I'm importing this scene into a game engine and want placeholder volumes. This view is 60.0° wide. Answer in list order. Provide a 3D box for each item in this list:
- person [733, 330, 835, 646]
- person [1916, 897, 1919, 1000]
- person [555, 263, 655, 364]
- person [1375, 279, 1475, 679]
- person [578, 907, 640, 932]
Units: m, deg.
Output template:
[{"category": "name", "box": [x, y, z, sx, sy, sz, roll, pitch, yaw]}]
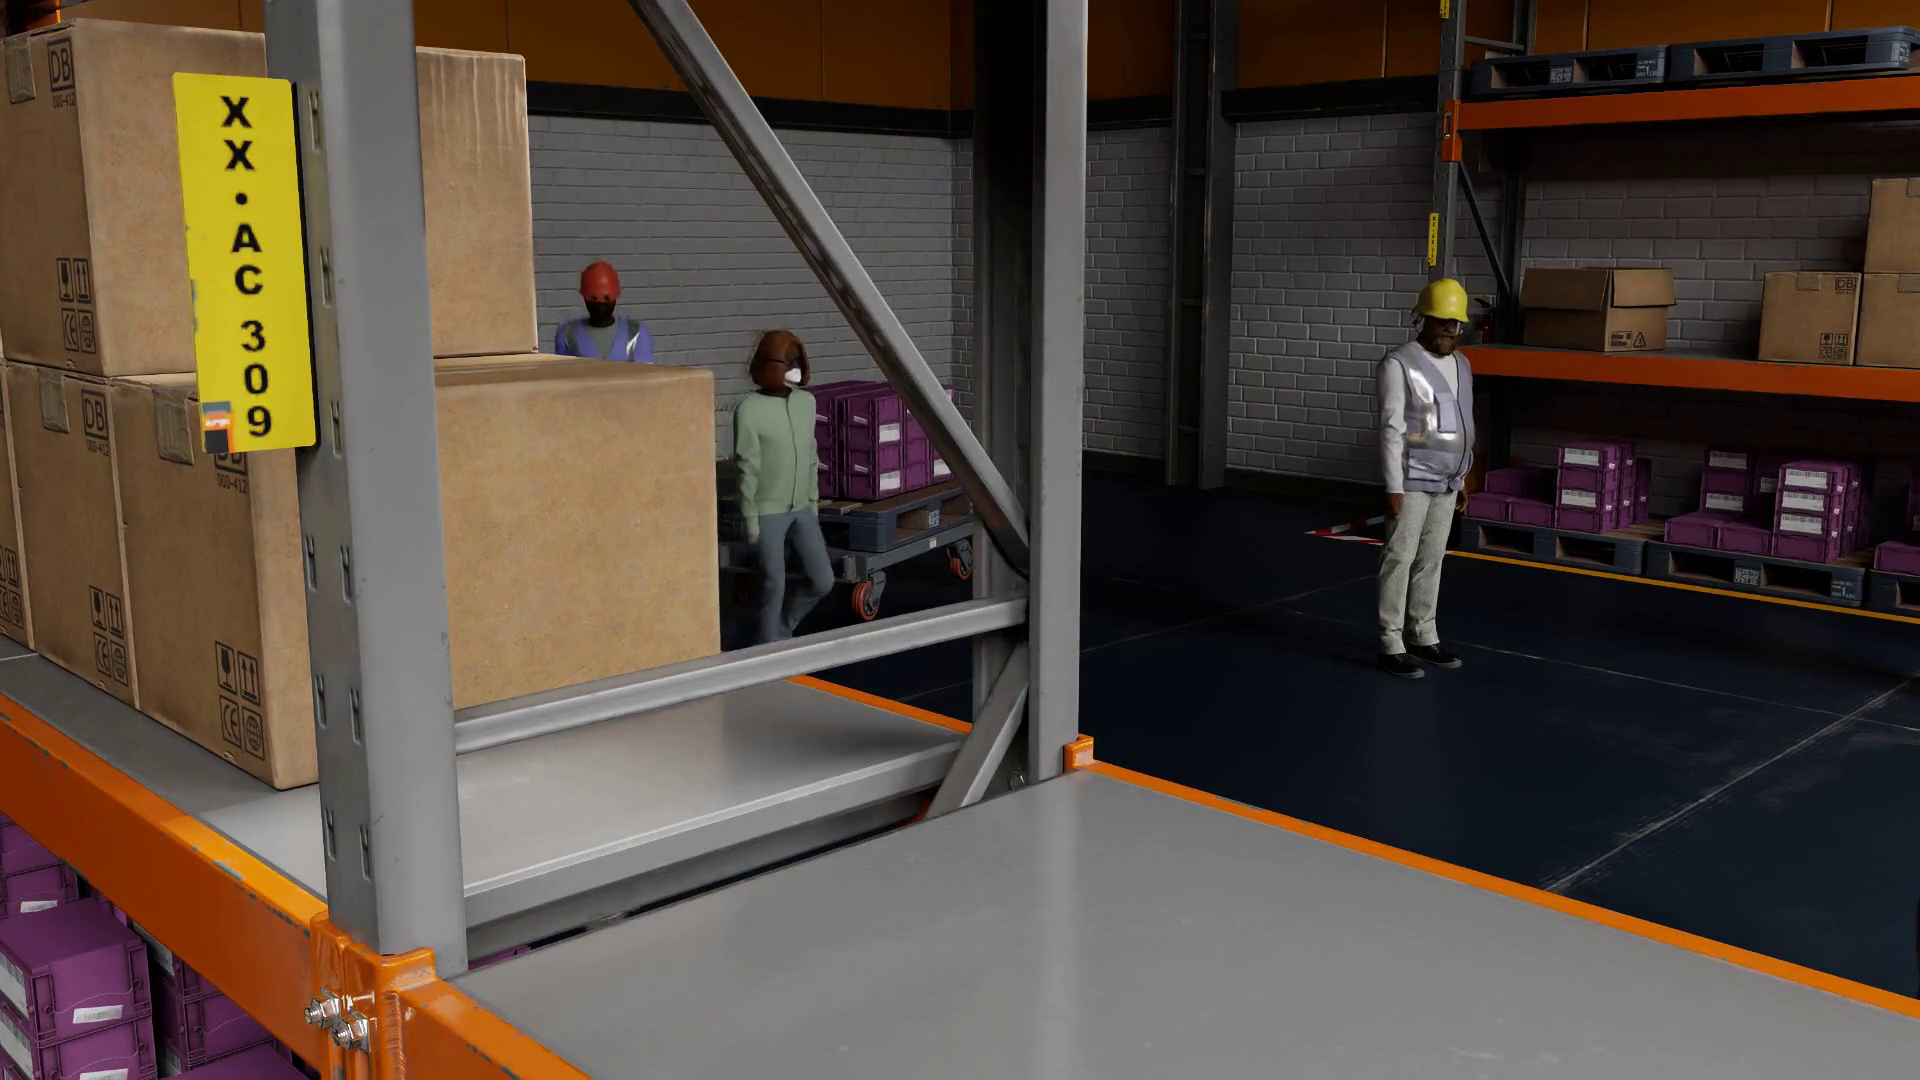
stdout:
[{"category": "person", "box": [-0.762, -0.102, 7.246, 0.348, 1.616, 0.518, 8, 13, 38]}, {"category": "person", "box": [2.534, 0.362, 3.846, 0.635, 1.937, 0.352, -3, 11, -13]}, {"category": "person", "box": [-1.995, -0.630, 9.469, 0.569, 1.875, 1.025, -2, 11, -13]}, {"category": "person", "box": [2.157, -0.283, 7.679, 0.587, 1.826, 0.404, -8, 13, -37]}, {"category": "person", "box": [-1.174, 0.309, 4.898, 0.353, 1.664, 0.604, -6, 12, -29]}]
